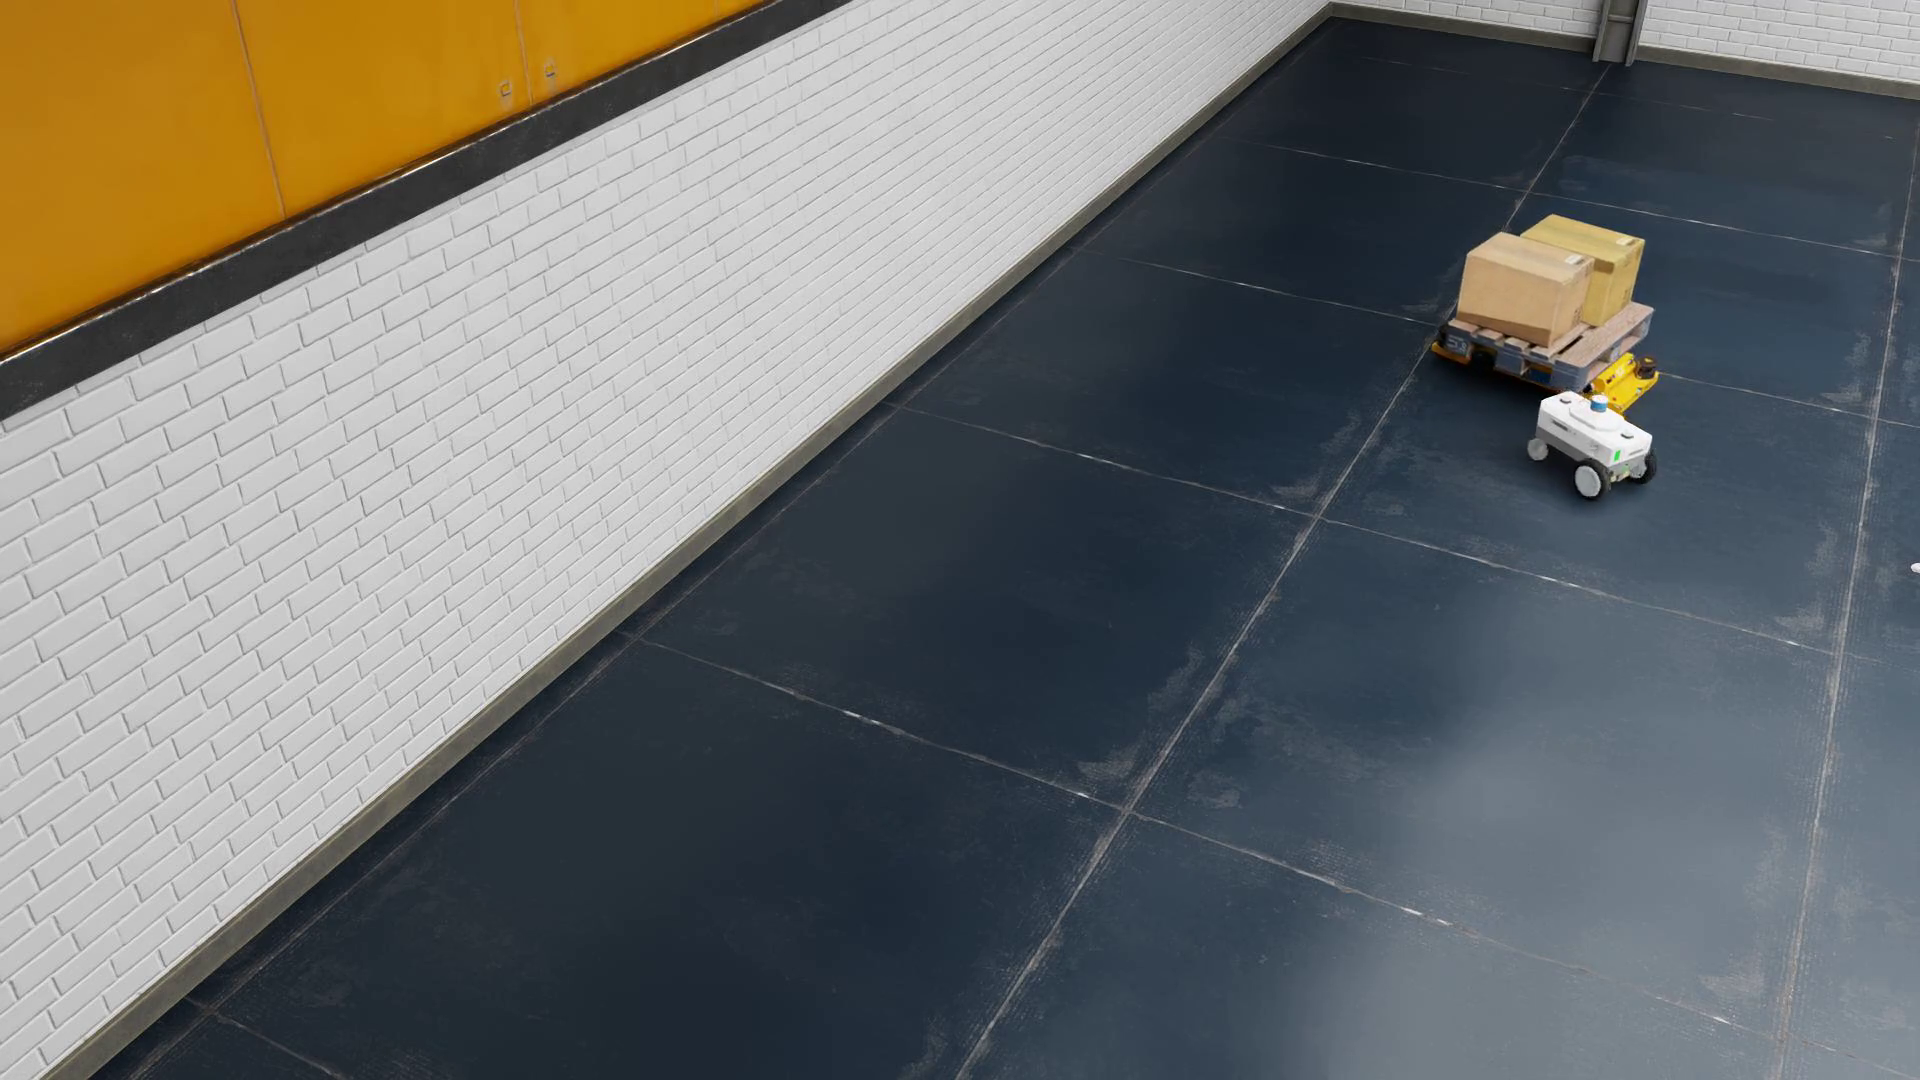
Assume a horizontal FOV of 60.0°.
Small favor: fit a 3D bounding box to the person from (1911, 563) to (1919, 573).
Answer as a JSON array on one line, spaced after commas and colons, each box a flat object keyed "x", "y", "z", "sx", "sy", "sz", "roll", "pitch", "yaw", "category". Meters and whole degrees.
[{"x": 5.813, "y": -0.433, "z": 9.300, "sx": 0.294, "sy": 1.743, "sz": 0.486, "roll": 0, "pitch": 34, "yaw": -1, "category": "person"}]

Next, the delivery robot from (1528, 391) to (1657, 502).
[{"x": 4.068, "y": -0.621, "z": 10.662, "sx": 0.499, "sy": 0.614, "sz": 0.790, "roll": -17, "pitch": 38, "yaw": -24, "category": "delivery robot"}]

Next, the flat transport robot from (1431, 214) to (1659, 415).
[{"x": 4.189, "y": -1.312, "z": 11.929, "sx": 1.431, "sy": 0.231, "sz": 0.659, "roll": 26, "pitch": 42, "yaw": 33, "category": "flat transport robot"}]
